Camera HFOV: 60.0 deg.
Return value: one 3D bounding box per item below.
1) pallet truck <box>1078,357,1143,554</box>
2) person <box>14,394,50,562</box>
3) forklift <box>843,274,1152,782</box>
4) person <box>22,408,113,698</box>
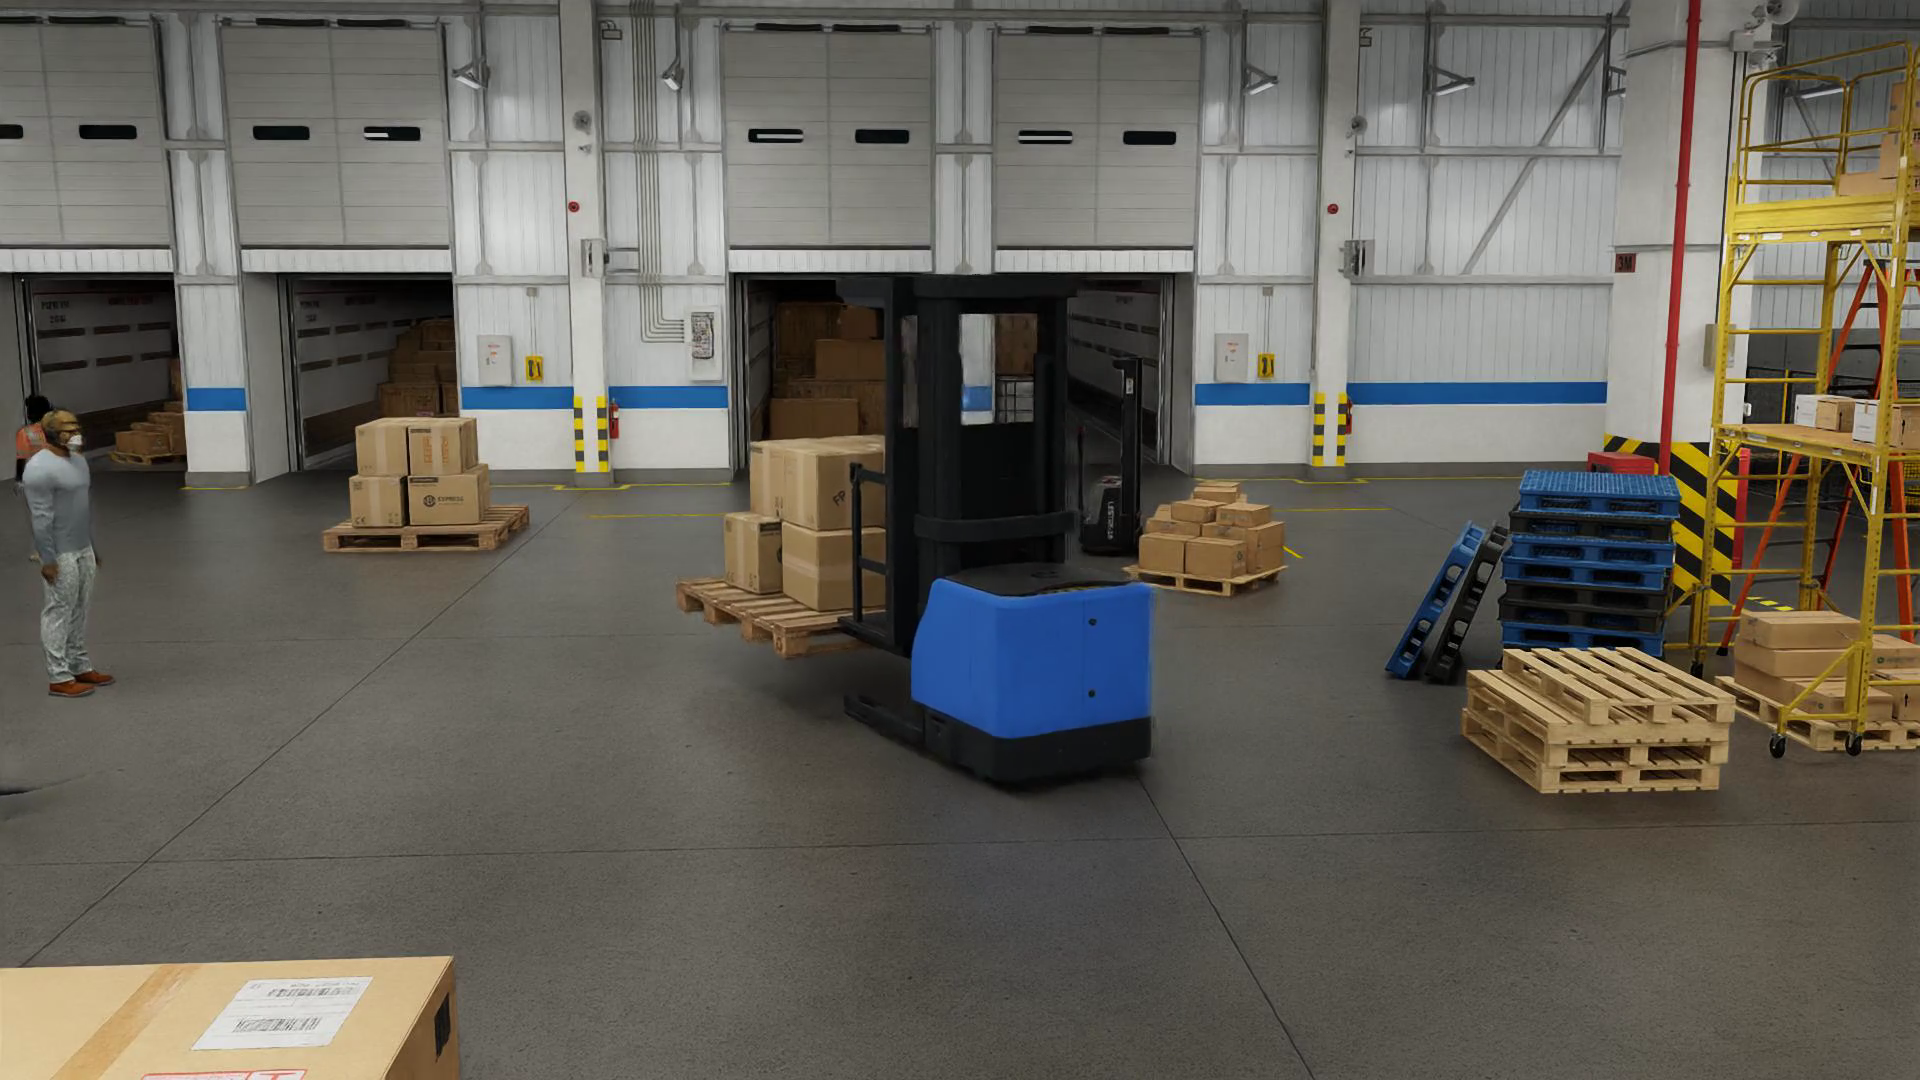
[{"bbox_3d":[2.088,-0.836,16.757,1.885,1.965,0.823,2,9,13],"label":"pallet truck"},{"bbox_3d":[-8.828,-0.578,16.162,0.746,1.669,0.528,2,9,15],"label":"person"},{"bbox_3d":[0.211,-0.173,9.835,1.129,2.768,1.873,-5,10,-30],"label":"forklift"},{"bbox_3d":[-6.006,0.083,11.177,0.354,1.936,0.635,0,9,-2],"label":"person"}]
